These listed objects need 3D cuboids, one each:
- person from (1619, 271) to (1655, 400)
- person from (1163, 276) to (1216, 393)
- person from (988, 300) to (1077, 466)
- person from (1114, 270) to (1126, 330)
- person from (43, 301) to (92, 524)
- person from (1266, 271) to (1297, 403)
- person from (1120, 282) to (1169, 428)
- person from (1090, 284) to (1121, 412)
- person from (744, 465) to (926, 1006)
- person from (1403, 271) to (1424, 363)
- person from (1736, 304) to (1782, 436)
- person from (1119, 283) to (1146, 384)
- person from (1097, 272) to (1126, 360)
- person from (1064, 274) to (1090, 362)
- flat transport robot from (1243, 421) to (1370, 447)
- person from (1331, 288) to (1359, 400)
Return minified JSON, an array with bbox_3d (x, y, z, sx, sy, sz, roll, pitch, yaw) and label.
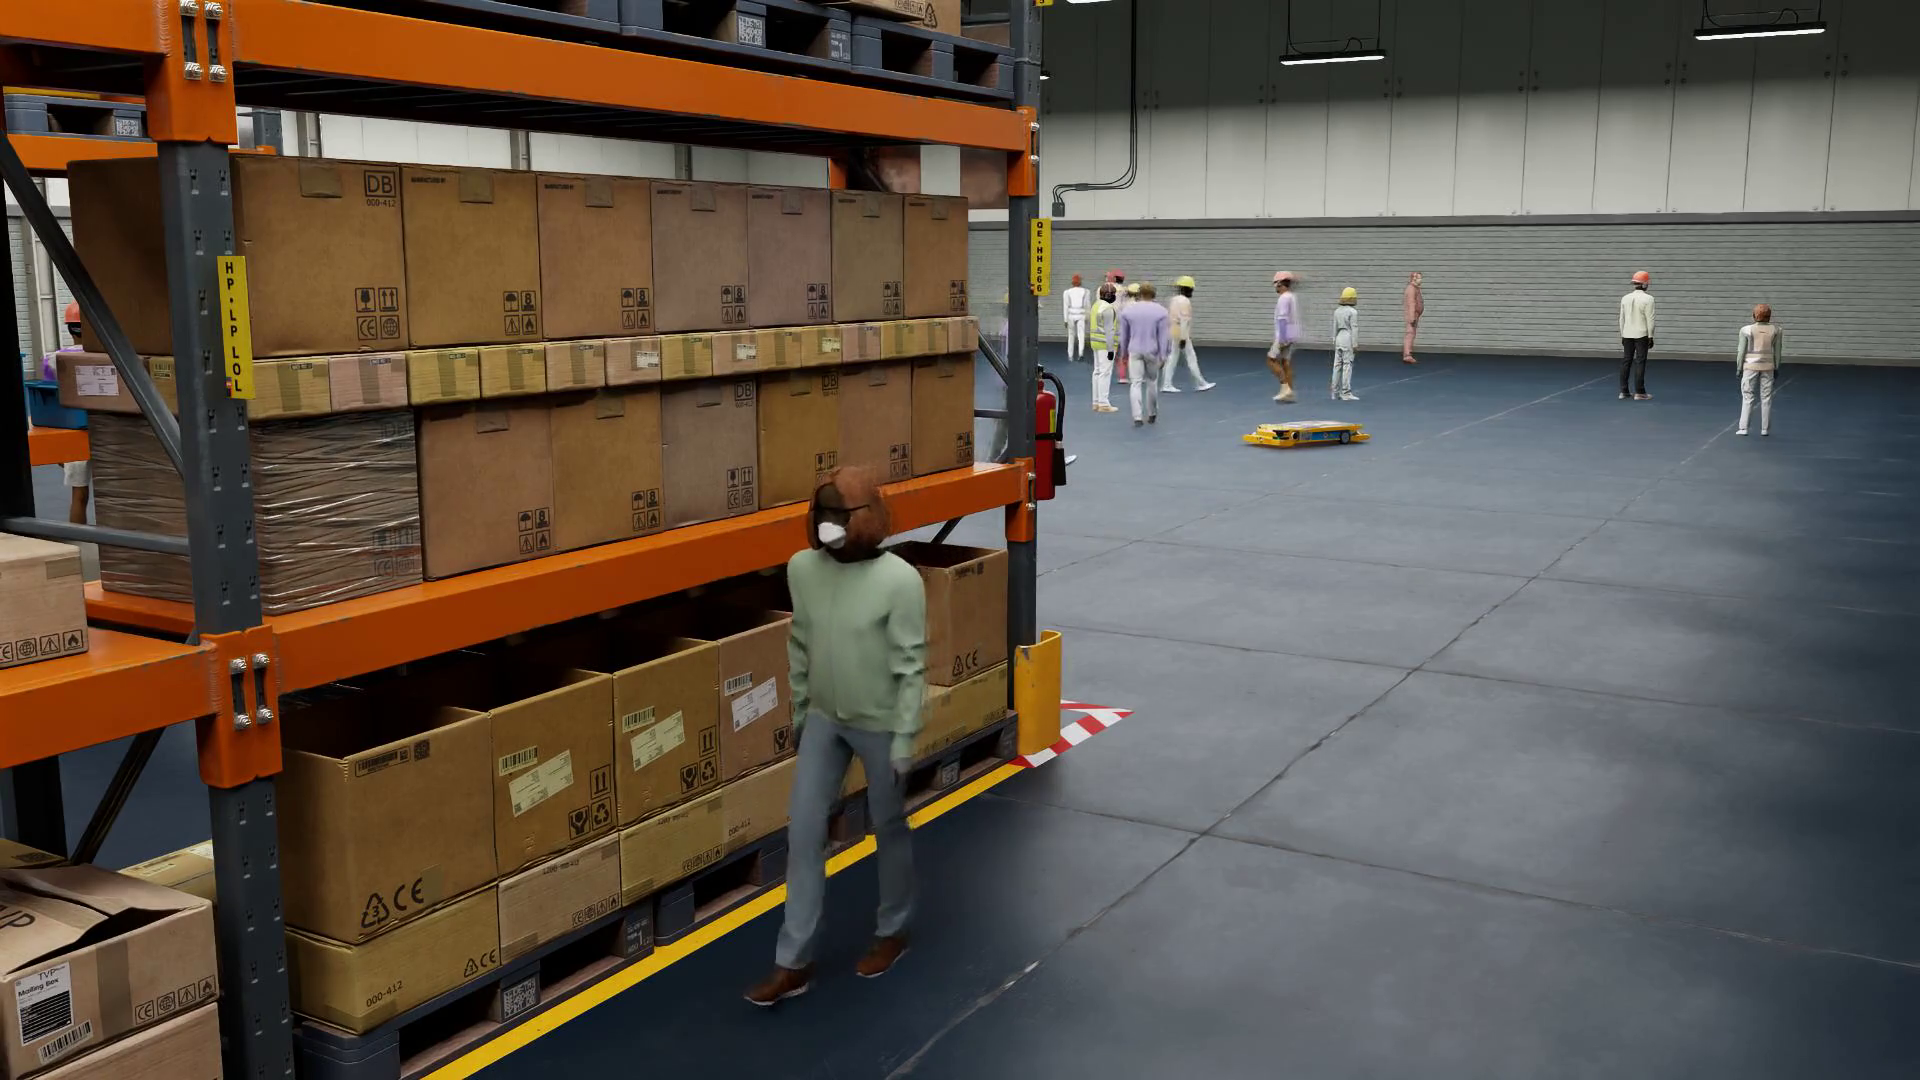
[{"bbox_3d":[10.561,-3.186,25.920,0.374,1.997,0.614,-5,11,-29],"label":"person"},{"bbox_3d":[3.737,-3.338,27.117,0.926,1.885,0.617,-2,10,-12],"label":"person"},{"bbox_3d":[0.711,-1.635,17.184,0.974,1.870,0.609,-3,10,-18],"label":"person"},{"bbox_3d":[3.802,-5.428,39.341,0.887,1.901,0.571,0,10,-2],"label":"person"},{"bbox_3d":[-6.092,-0.717,11.686,0.540,1.929,0.391,-2,10,-13],"label":"person"},{"bbox_3d":[4.902,-3.067,25.208,0.480,2.009,0.620,4,11,23],"label":"person"},{"bbox_3d":[2.428,-2.448,21.922,0.635,1.884,1.014,1,10,8],"label":"person"},{"bbox_3d":[2.090,-2.748,23.845,0.428,1.836,0.627,-2,10,-14],"label":"person"},{"bbox_3d":[-0.370,0.587,4.940,0.529,1.600,0.740,5,11,29],"label":"person"},{"bbox_3d":[9.488,-4.652,34.767,0.402,1.906,0.651,2,10,14],"label":"person"},{"bbox_3d":[9.884,-2.098,20.594,0.514,1.641,0.309,2,10,9],"label":"person"},{"bbox_3d":[3.058,-3.593,29.033,0.617,1.745,0.564,-5,11,-26],"label":"person"},{"bbox_3d":[3.242,-4.819,35.808,0.664,1.877,0.784,0,10,0],"label":"person"},{"bbox_3d":[2.471,-4.686,35.144,0.570,1.856,0.887,0,10,3],"label":"person"},{"bbox_3d":[4.129,-1.277,19.791,1.431,0.197,0.652,-6,11,-31],"label":"flat transport robot"},{"bbox_3d":[6.002,-3.038,25.827,0.348,1.737,0.503,-5,11,-27],"label":"person"}]
